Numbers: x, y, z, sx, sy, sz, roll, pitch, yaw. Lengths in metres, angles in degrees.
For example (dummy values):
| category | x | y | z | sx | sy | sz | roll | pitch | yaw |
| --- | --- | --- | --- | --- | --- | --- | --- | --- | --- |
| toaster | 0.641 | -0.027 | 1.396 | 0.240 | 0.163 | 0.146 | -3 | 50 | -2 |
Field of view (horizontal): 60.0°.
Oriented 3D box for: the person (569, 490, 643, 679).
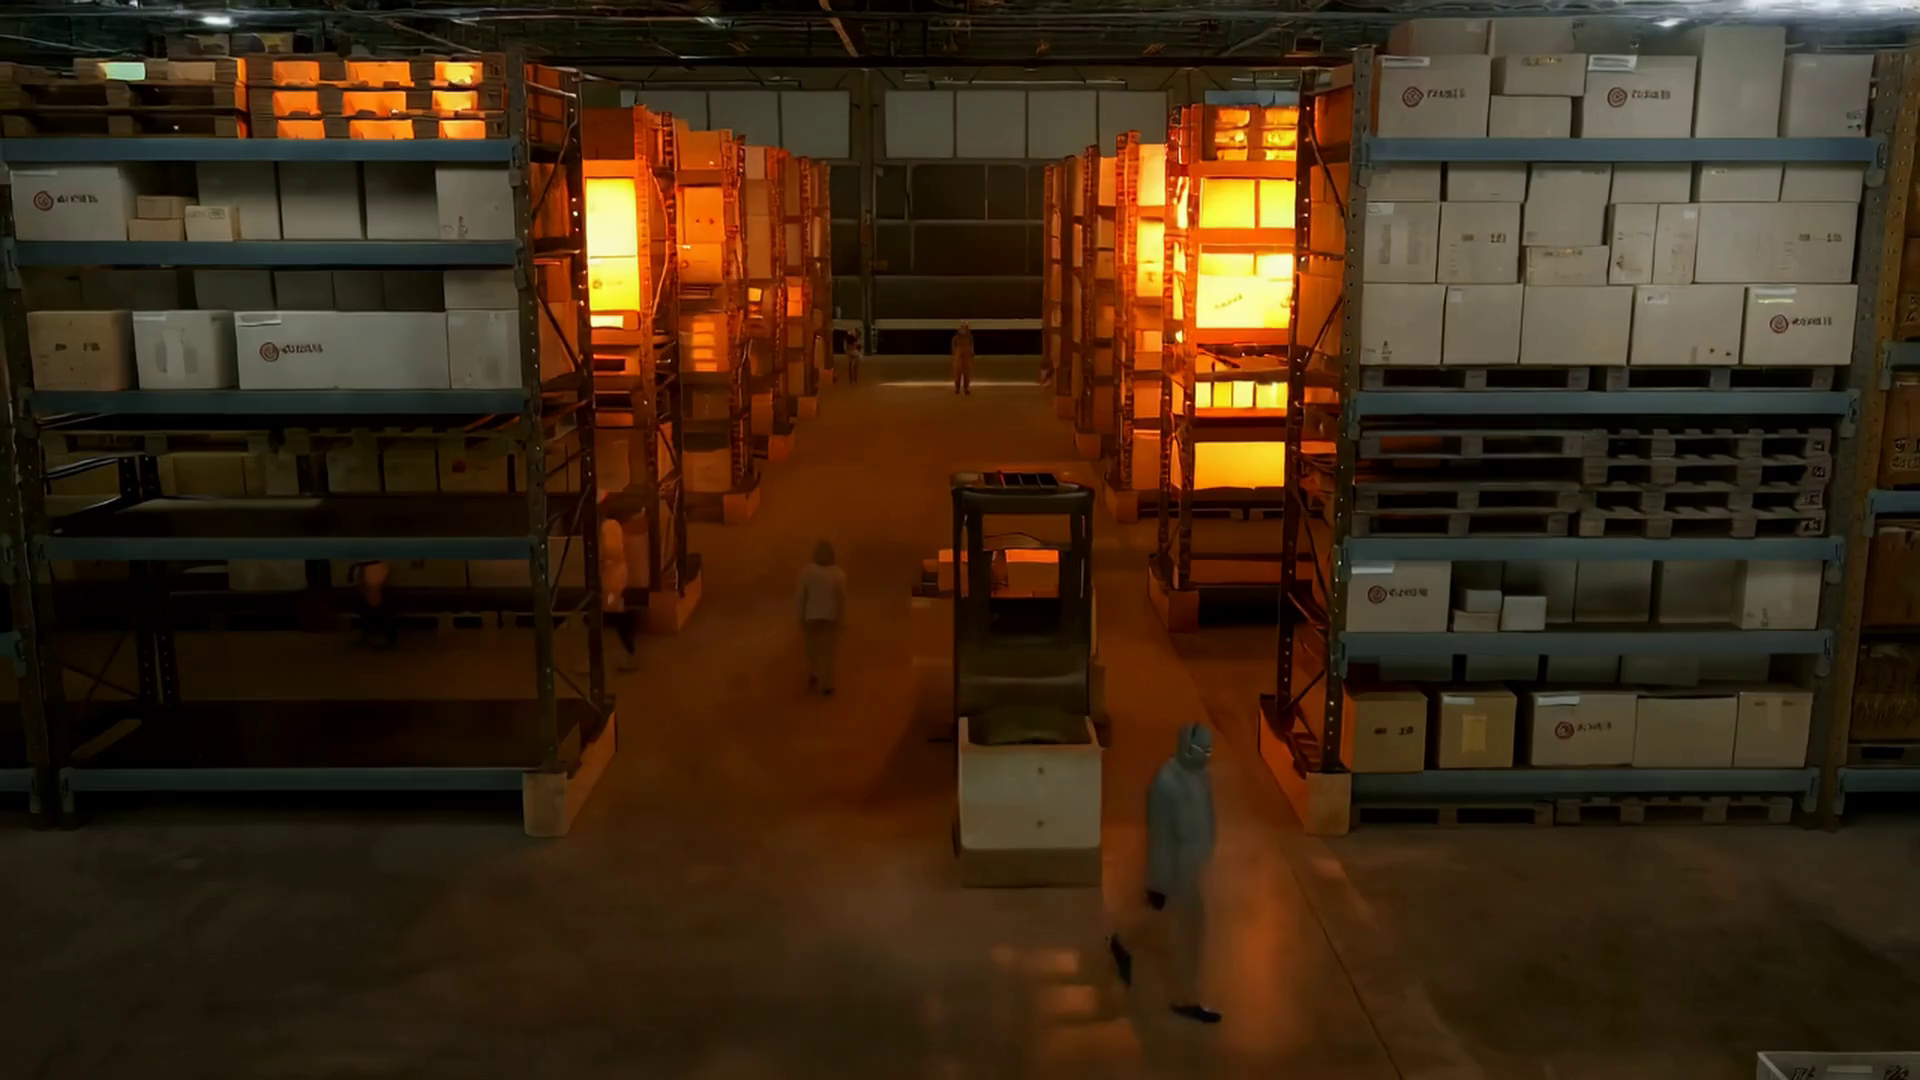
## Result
| category | x | y | z | sx | sy | sz | roll | pitch | yaw |
| --- | --- | --- | --- | --- | --- | --- | --- | --- | --- |
| person | -3.756 | 0.467 | 17.652 | 0.743 | 1.979 | 0.671 | 0 | 11 | 0 |

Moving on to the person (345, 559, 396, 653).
| category | x | y | z | sx | sy | sz | roll | pitch | yaw |
| --- | --- | --- | --- | --- | --- | --- | --- | --- | --- |
| person | -6.657 | 0.438 | 18.522 | 0.745 | 1.665 | 0.545 | 1 | 11 | 3 |

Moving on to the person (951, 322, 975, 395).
| category | x | y | z | sx | sy | sz | roll | pitch | yaw |
| --- | --- | --- | --- | --- | --- | --- | --- | --- | --- |
| person | 0.080 | -4.756 | 43.693 | 0.643 | 1.911 | 0.411 | -1 | 11 | -5 |

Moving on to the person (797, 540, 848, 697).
| category | x | y | z | sx | sy | sz | roll | pitch | yaw |
| --- | --- | --- | --- | --- | --- | --- | --- | --- | --- |
| person | -1.387 | 0.792 | 16.912 | 0.519 | 1.618 | 0.344 | 1 | 11 | 7 |

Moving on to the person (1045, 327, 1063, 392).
| category | x | y | z | sx | sy | sz | roll | pitch | yaw |
| --- | --- | --- | --- | --- | --- | --- | --- | --- | --- |
| person | 2.689 | -4.803 | 44.249 | 0.985 | 1.790 | 0.573 | 5 | 13 | 25 |

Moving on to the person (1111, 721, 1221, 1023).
| category | x | y | z | sx | sy | sz | roll | pitch | yaw |
| --- | --- | --- | --- | --- | --- | --- | --- | --- | --- |
| person | 1.292 | 1.999 | 10.280 | 0.718 | 1.877 | 0.654 | 6 | 13 | 27 |

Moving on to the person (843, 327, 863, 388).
| category | x | y | z | sx | sy | sz | roll | pitch | yaw |
| --- | --- | --- | --- | --- | --- | --- | --- | --- | --- |
| person | -2.936 | -5.013 | 45.603 | 0.546 | 1.656 | 0.850 | 0 | 11 | 0 |

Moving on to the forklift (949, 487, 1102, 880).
| category | x | y | z | sx | sy | sz | roll | pitch | yaw |
| --- | --- | --- | --- | --- | --- | --- | --- | --- | --- |
| forklift | 0.495 | 0.986 | 12.813 | 1.129 | 2.768 | 1.873 | 0 | 11 | -2 |
